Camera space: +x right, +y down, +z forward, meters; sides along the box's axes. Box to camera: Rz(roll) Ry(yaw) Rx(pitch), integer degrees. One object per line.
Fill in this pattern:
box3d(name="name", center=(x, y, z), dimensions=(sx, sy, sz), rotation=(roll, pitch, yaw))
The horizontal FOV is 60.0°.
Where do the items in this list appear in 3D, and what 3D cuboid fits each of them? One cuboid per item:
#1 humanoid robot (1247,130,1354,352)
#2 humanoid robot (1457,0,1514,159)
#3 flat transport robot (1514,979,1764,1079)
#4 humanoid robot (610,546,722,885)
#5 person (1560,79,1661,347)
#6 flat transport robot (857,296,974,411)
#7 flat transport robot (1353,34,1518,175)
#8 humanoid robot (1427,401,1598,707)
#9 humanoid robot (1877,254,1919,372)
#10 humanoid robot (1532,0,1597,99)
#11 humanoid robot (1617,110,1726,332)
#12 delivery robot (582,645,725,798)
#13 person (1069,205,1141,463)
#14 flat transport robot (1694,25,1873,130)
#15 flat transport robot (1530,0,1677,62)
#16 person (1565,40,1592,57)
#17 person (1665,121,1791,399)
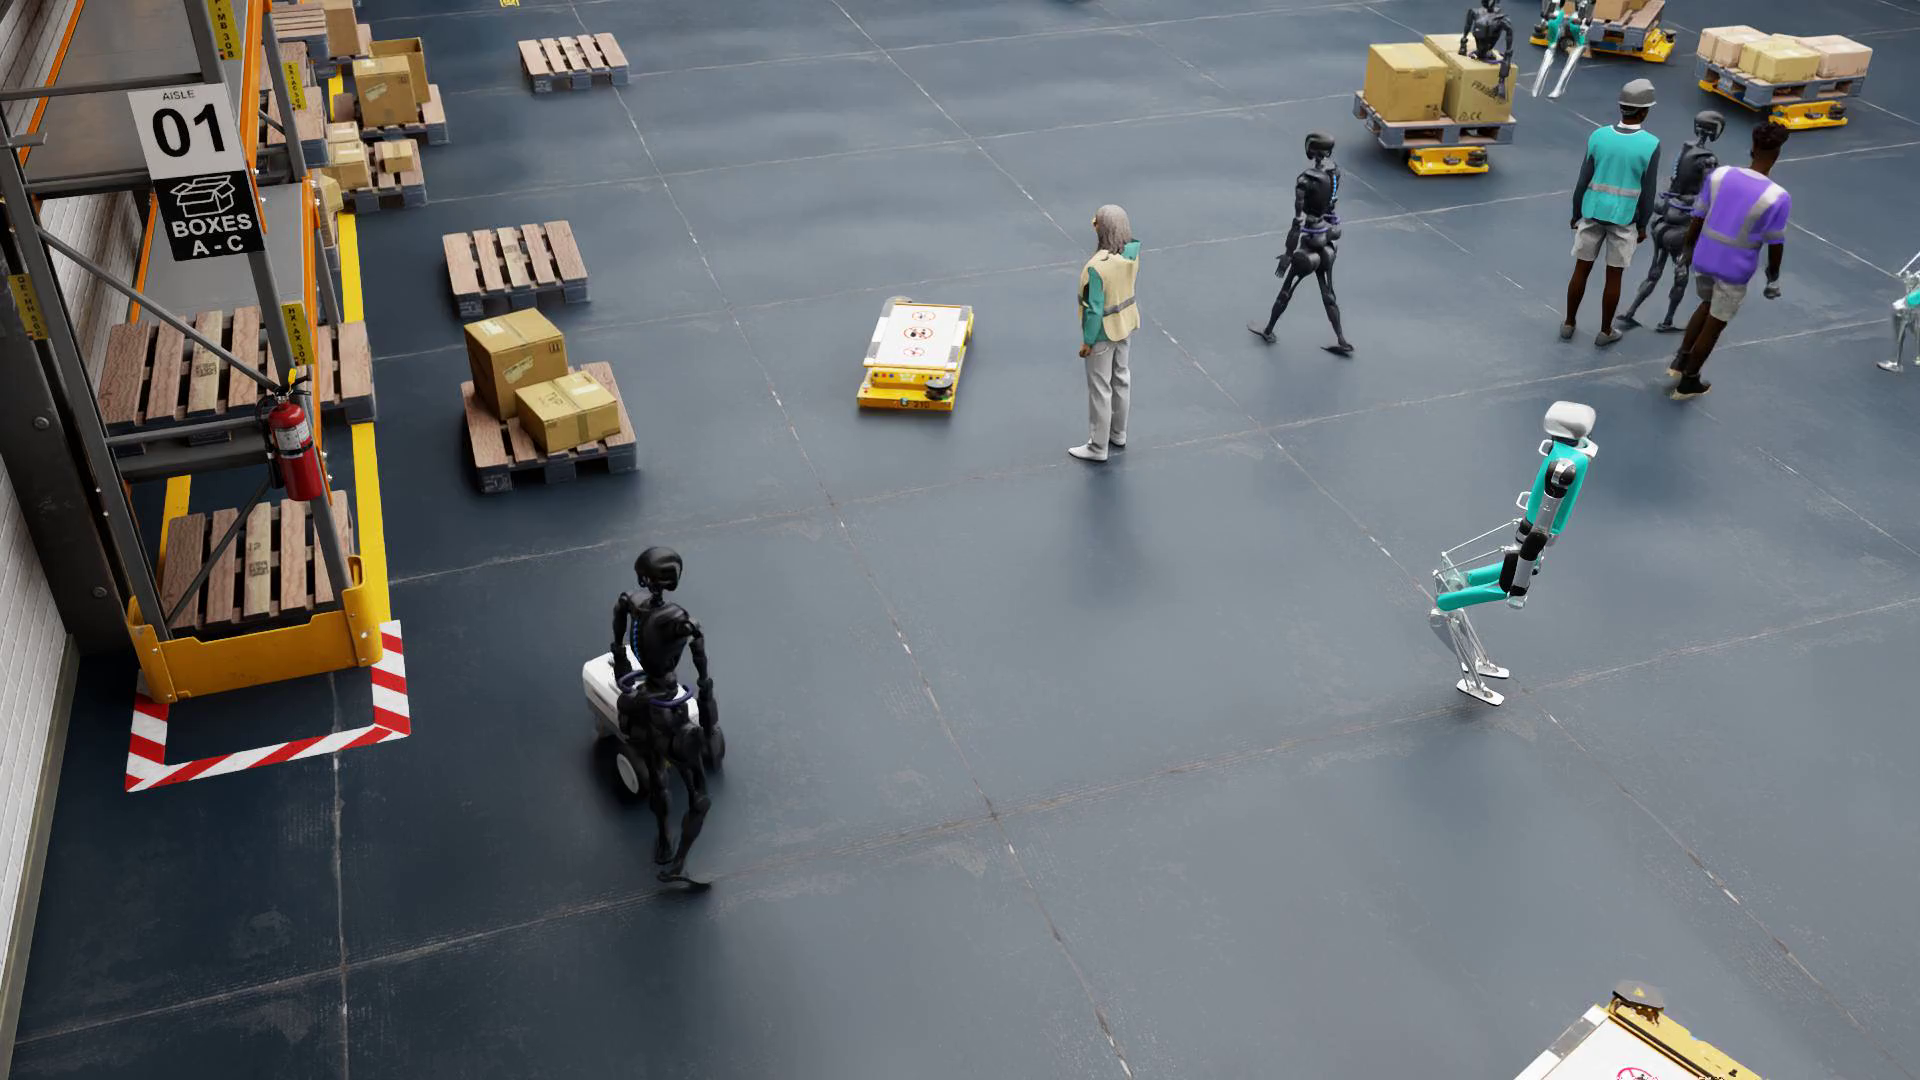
box3d(name="humanoid robot", center=(2.508, -2.124, 11.862), dimensions=(0.784, 1.626, 0.596), rotation=(25, 41, 33))
box3d(name="humanoid robot", center=(4.726, -4.206, 15.027), dimensions=(0.319, 1.653, 0.595), rotation=(-23, 39, -30))
box3d(name="flat transport robot", center=(2.457, 2.272, 6.374), dimensions=(1.431, 0.231, 0.659), rotation=(-25, 41, -33))
box3d(name="humanoid robot", center=(-1.335, 0.793, 7.362), dimensions=(0.616, 1.644, 0.468), rotation=(20, 38, 28))
box3d(name="person", center=(4.644, -2.315, 11.883), dimensions=(0.553, 1.937, 0.431), rotation=(21, 39, 29))
box3d(name="flat transport robot", center=(-0.300, -1.350, 11.929), dimensions=(0.659, 0.231, 1.431), rotation=(4, 33, 5))
box3d(name="flat transport robot", center=(4.404, -3.769, 15.639), dimensions=(0.659, 0.231, 1.431), rotation=(-3, 33, -5))
box3d(name="humanoid robot", center=(2.680, 0.032, 8.346), dimensions=(0.735, 1.674, 0.533), rotation=(16, 36, 23))
box3d(name="humanoid robot", center=(6.836, -1.989, 11.574), dimensions=(0.872, 1.762, 0.534), rotation=(6, 34, 9))
box3d(name="humanoid robot", center=(6.106, -5.232, 16.580), dimensions=(0.549, 1.814, 0.745), rotation=(23, 39, 31))
box3d(name="humanoid robot", center=(5.221, -2.313, 12.159), dimensions=(0.487, 1.665, 0.585), rotation=(-1, 33, -2))
box3d(name="delivery robot", center=(-1.544, 0.873, 8.275), dimensions=(0.514, 0.614, 0.786), rotation=(-24, 40, -32))
box3d(name="person", center=(0.944, -1.295, 10.525), dimensions=(0.362, 1.709, 0.472), rotation=(22, 39, 30))
box3d(name="flat transport robot", center=(8.142, -4.437, 16.663), dimensions=(0.659, 0.231, 1.431), rotation=(-8, 34, -12))
box3d(name="flat transport robot", center=(7.103, -5.549, 18.370), dimensions=(1.431, 0.231, 0.659), rotation=(17, 37, 24))
box3d(name="person", center=(6.675, -6.089, 17.771), dimensions=(0.513, 1.826, 0.493), rotation=(-26, 41, -34))
box3d(name="person", center=(5.168, -1.843, 11.154), dimensions=(0.465, 1.941, 0.636), rotation=(-17, 37, -24))
